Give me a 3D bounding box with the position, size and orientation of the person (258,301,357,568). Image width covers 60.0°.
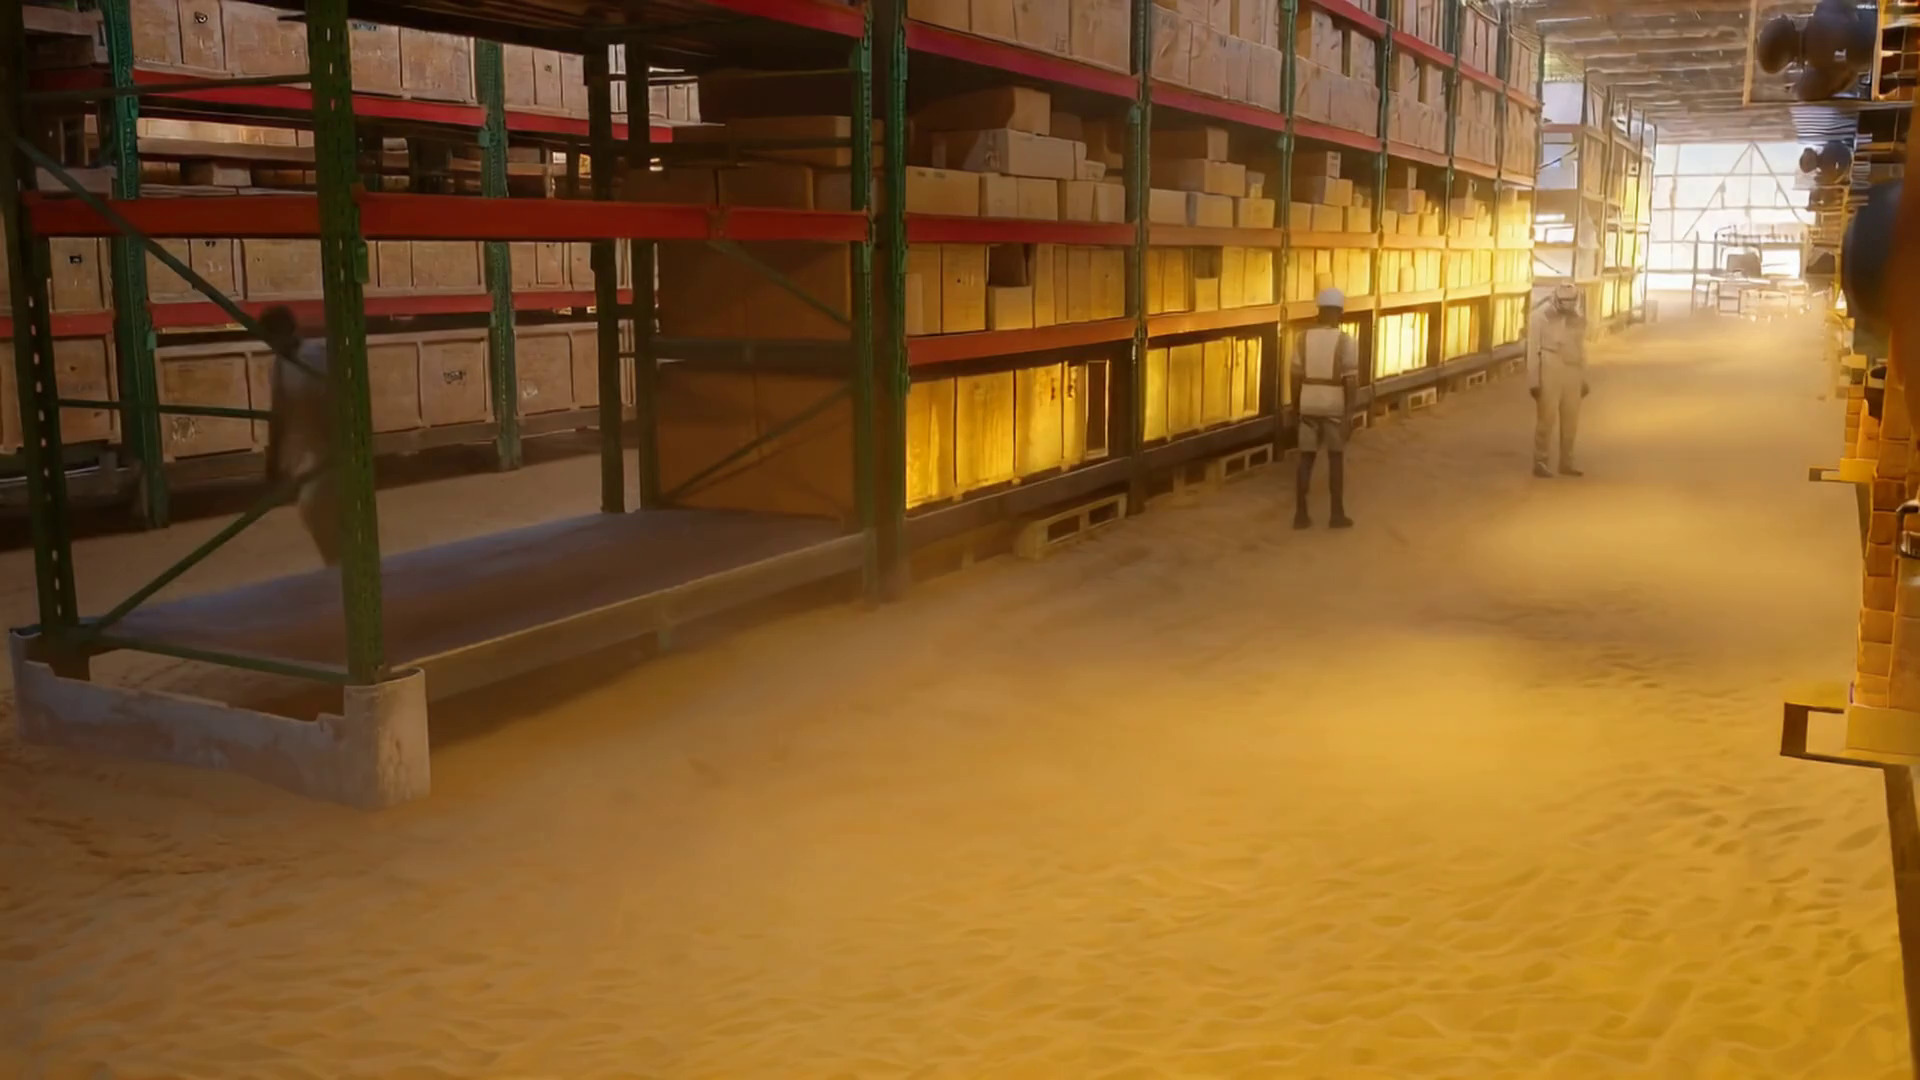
[{"bbox_3d":[-3.906,-0.499,10.103,0.655,1.888,0.610,8,13,40],"label":"person"}]

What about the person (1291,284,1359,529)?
[{"bbox_3d":[2.879,-1.039,13.135,0.549,1.941,0.421,7,12,33],"label":"person"}]

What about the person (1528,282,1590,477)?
[{"bbox_3d":[5.845,-1.556,16.214,0.656,1.893,0.399,-3,10,-14],"label":"person"}]

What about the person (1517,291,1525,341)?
[{"bbox_3d":[10.779,-4.269,32.220,1.011,1.796,0.564,6,11,31],"label":"person"}]
